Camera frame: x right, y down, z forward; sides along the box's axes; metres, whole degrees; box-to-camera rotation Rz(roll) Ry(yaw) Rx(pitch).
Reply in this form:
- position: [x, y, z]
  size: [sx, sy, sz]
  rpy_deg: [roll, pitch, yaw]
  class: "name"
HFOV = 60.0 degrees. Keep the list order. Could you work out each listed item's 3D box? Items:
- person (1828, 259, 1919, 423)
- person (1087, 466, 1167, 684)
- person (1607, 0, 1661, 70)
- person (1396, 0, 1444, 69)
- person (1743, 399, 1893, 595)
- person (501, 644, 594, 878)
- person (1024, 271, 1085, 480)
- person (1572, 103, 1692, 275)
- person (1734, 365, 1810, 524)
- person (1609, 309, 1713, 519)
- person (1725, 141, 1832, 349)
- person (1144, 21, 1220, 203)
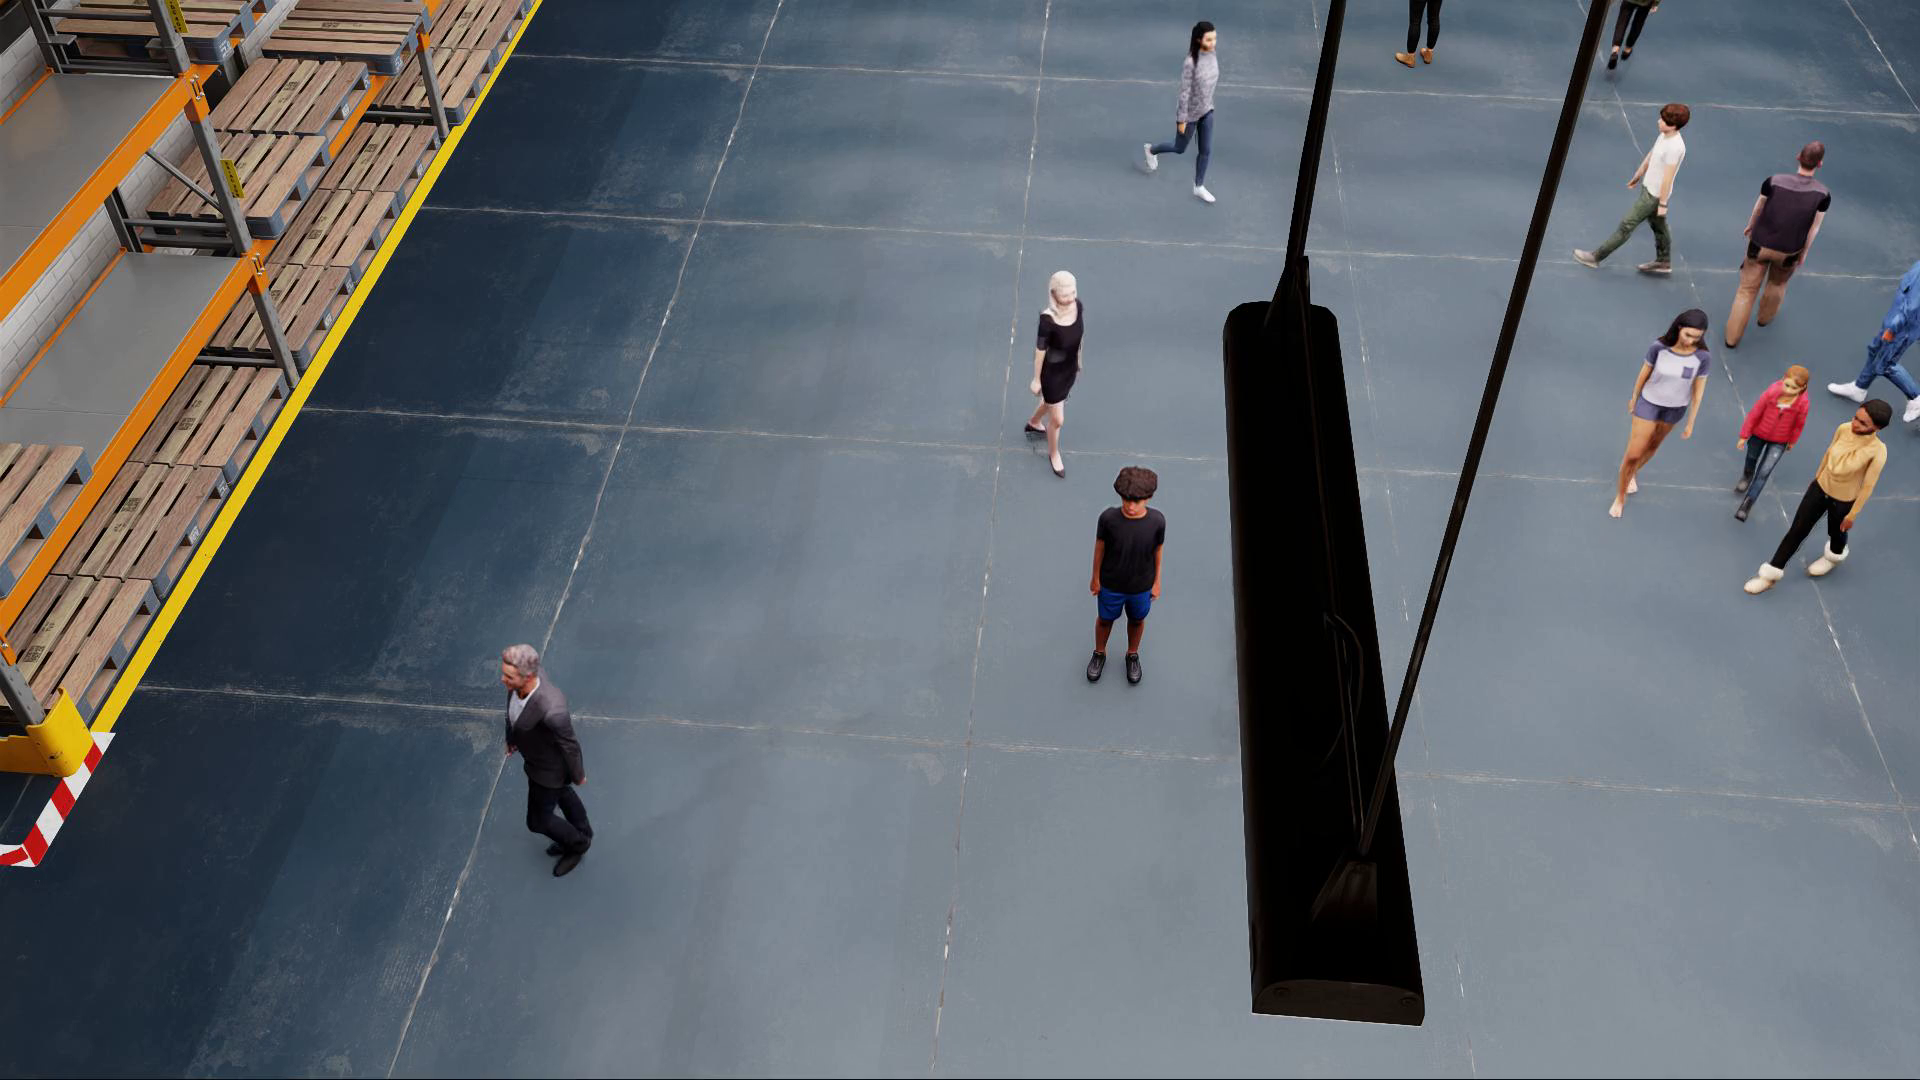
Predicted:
- position: [7.365, -1.678, 12.799]
  size: [1.002, 1.793, 1.030]
  rpy_deg: [25, 49, 24]
  class: "person"
- position: [1.086, 0.223, 10.802]
  size: [0.603, 1.796, 0.526]
  rpy_deg: [4, 44, 4]
  class: "person"
- position: [6.959, -5.543, 17.101]
  size: [0.803, 1.455, 1.006]
  rpy_deg: [20, 47, 20]
  class: "person"
- position: [4.832, -5.715, 17.095]
  size: [0.672, 1.713, 0.644]
  rpy_deg: [-11, 45, -11]
  class: "person"
- position: [6.105, -0.307, 11.486]
  size: [1.046, 1.620, 1.116]
  rpy_deg: [-19, 47, -19]
  class: "person"
- position: [-2.355, 1.223, 9.730]
  size: [0.901, 1.827, 0.819]
  rpy_deg: [-25, 49, -24]
  class: "person"
- position: [0.701, -1.273, 12.367]
  size: [0.940, 1.803, 0.890]
  rpy_deg: [28, 50, 26]
  class: "person"
- position: [6.043, -2.962, 14.282]
  size: [0.718, 1.608, 1.062]
  rpy_deg: [7, 44, 7]
  class: "person"
- position: [5.967, -0.793, 12.243]
  size: [0.807, 1.279, 0.987]
  rpy_deg: [25, 49, 24]
  class: "person"
- position: [5.140, -1.023, 12.173]
  size: [0.697, 1.709, 0.887]
  rpy_deg: [10, 45, 11]
  class: "person"
- position: [6.587, -2.344, 13.483]
  size: [0.878, 1.815, 1.046]
  rpy_deg: [18, 47, 18]
  class: "person"
- position: [2.095, -3.969, 15.267]
  size: [1.061, 1.707, 1.095]
  rpy_deg: [-33, 53, -30]
  class: "person"
